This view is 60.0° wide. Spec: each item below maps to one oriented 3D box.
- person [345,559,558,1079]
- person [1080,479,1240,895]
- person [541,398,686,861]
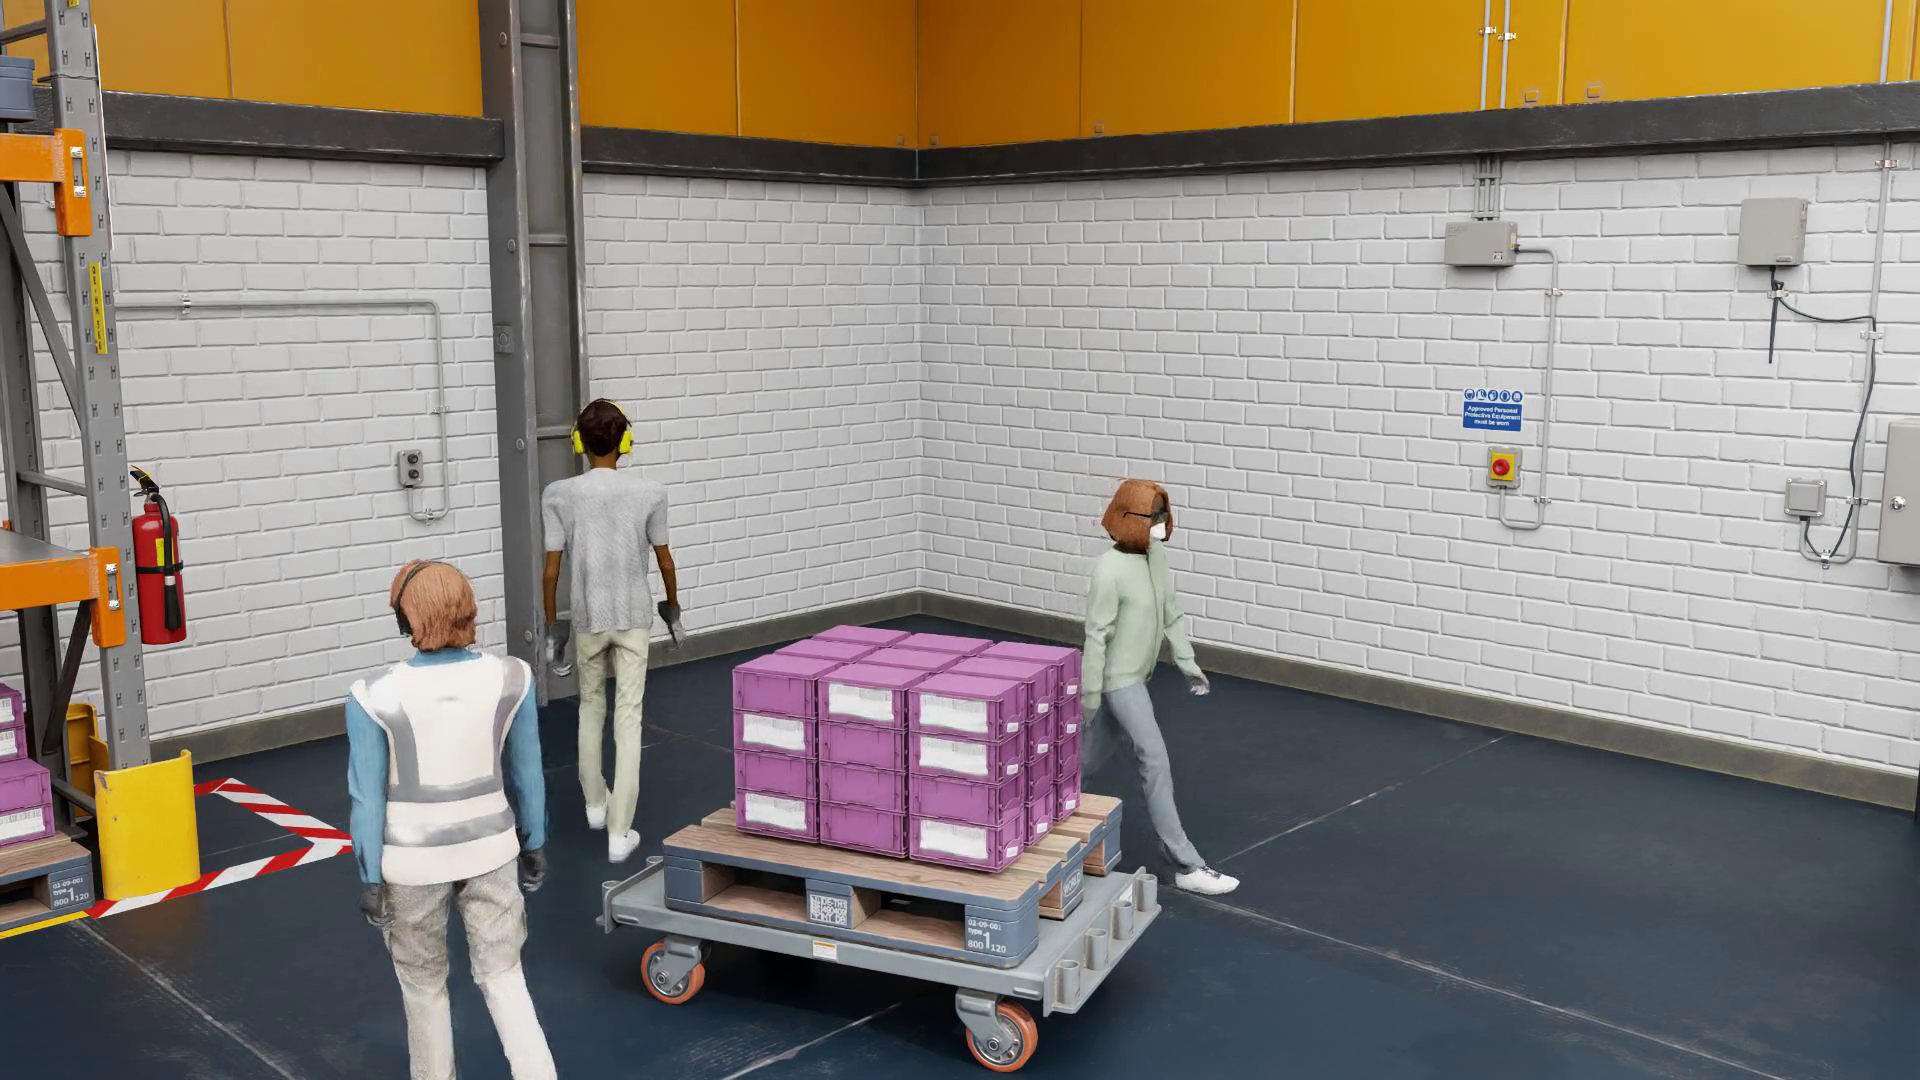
[{"bbox_3d":[-1.310,0.858,4.363,0.522,1.615,0.661,-6,11,-32],"label":"person"},{"bbox_3d":[0.647,0.540,6.402,0.890,1.582,0.507,4,10,25],"label":"person"},{"bbox_3d":[-1.404,0.339,6.850,0.538,1.843,0.757,-1,9,-4],"label":"person"}]
